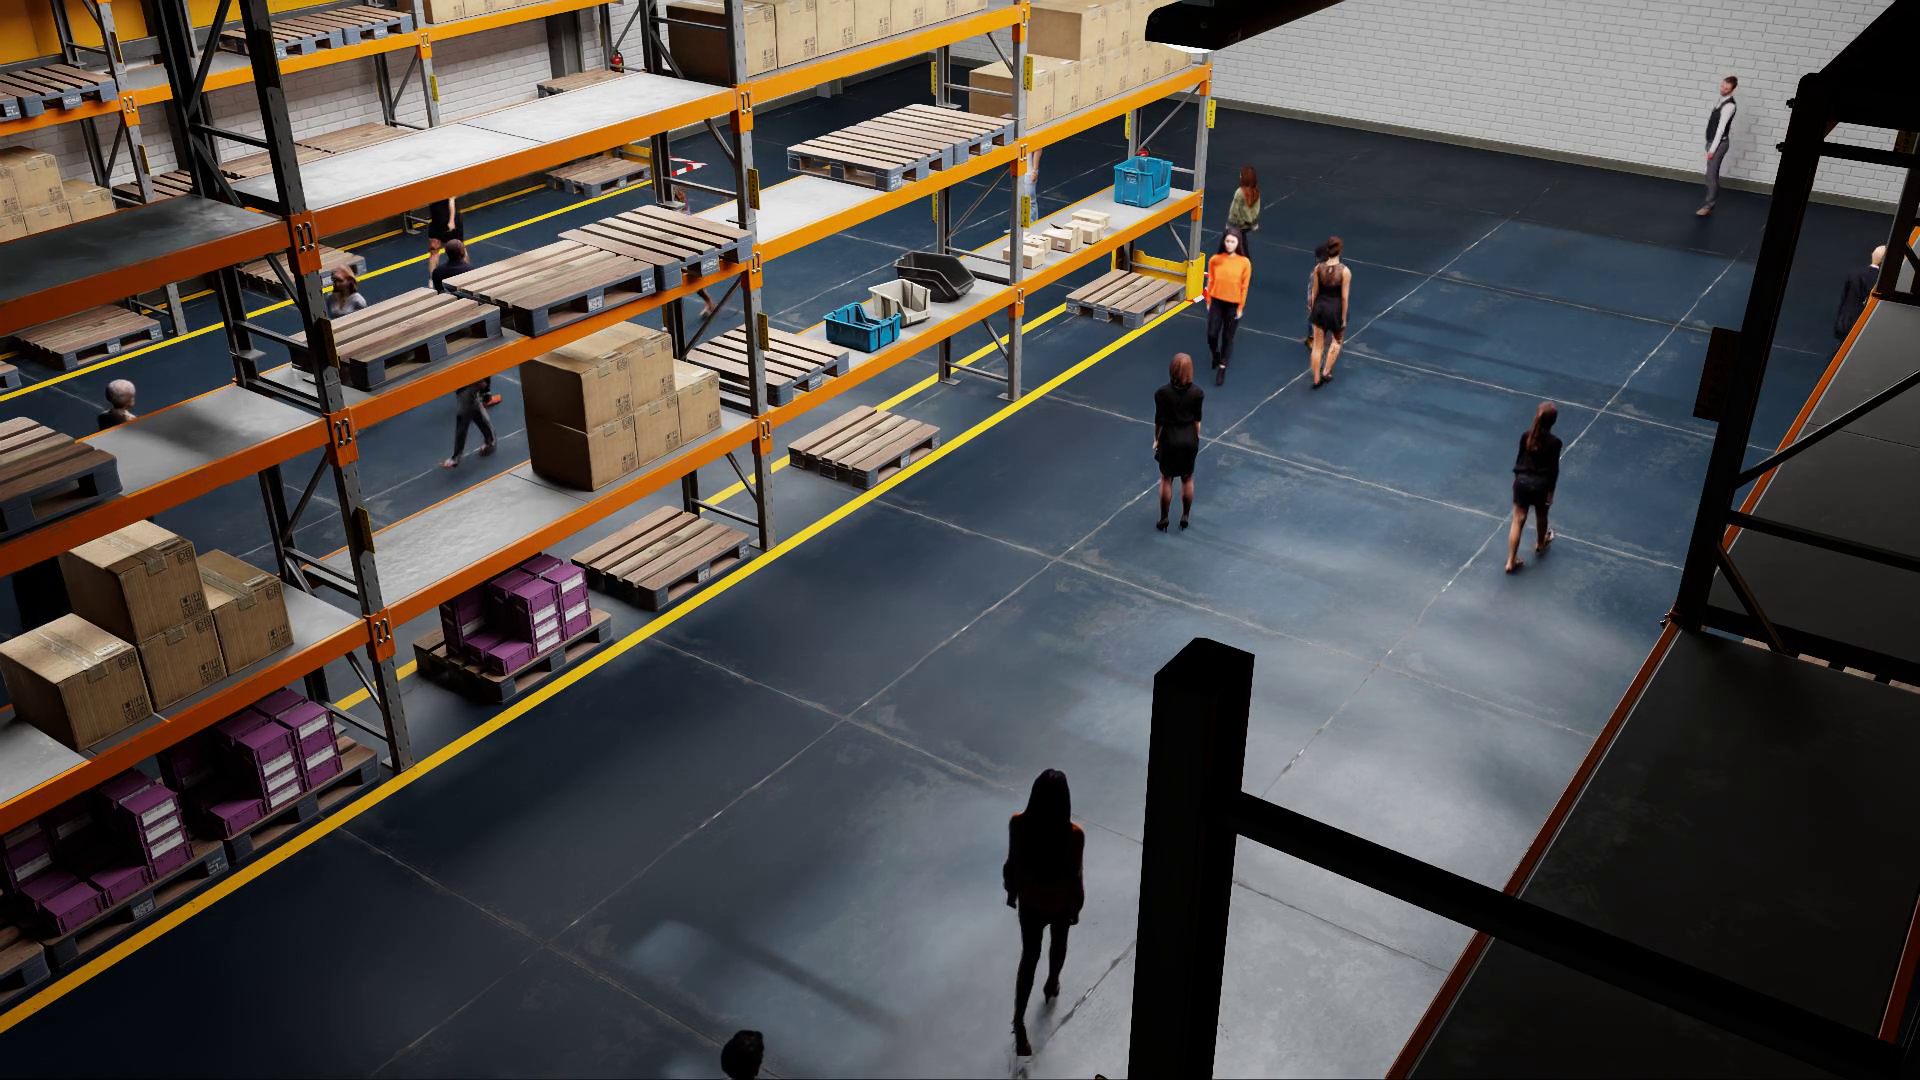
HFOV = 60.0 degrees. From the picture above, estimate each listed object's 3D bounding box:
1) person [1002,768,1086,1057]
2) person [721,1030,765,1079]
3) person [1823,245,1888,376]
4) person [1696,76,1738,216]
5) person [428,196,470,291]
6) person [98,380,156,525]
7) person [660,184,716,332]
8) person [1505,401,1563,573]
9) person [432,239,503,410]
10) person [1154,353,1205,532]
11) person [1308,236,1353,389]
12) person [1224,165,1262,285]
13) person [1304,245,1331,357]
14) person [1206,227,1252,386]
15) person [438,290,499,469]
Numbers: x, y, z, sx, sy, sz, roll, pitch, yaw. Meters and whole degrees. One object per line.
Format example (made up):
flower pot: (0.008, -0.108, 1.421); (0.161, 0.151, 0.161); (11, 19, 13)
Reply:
person: (0.457, 2.091, 9.292); (0.858, 1.788, 1.140); (8, 30, 14)
person: (-1.062, 2.960, 8.253); (0.558, 1.257, 0.588); (5, 29, 10)
person: (9.121, -2.110, 17.035); (1.215, 1.749, 0.850); (-24, 37, -37)
person: (10.512, -5.485, 23.050); (0.979, 1.913, 0.676); (14, 32, 24)
person: (-6.230, -3.893, 20.368); (0.732, 1.687, 0.935); (12, 31, 21)
person: (-7.053, -0.489, 14.089); (0.693, 1.724, 0.790); (12, 31, 21)
person: (-3.150, -3.304, 19.286); (1.135, 1.690, 0.732); (-26, 38, -38)
person: (4.860, -0.434, 14.189); (0.579, 1.531, 0.952); (20, 35, 32)
person: (-5.112, -2.236, 17.192); (0.787, 1.818, 0.773); (3, 29, 6)
person: (1.936, -0.860, 14.788); (0.651, 1.706, 0.694); (-3, 29, -5)
person: (3.874, -2.384, 17.623); (0.606, 1.667, 0.610); (17, 33, 28)
person: (3.568, -3.884, 20.589); (0.703, 1.459, 0.713); (24, 36, 36)
person: (4.051, -2.660, 18.576); (0.689, 1.239, 0.758); (-1, 29, -2)
person: (2.875, -2.532, 17.822); (0.729, 1.737, 0.811); (10, 30, 17)
person: (-4.757, -1.605, 16.127); (0.677, 1.731, 1.102); (14, 32, 24)
